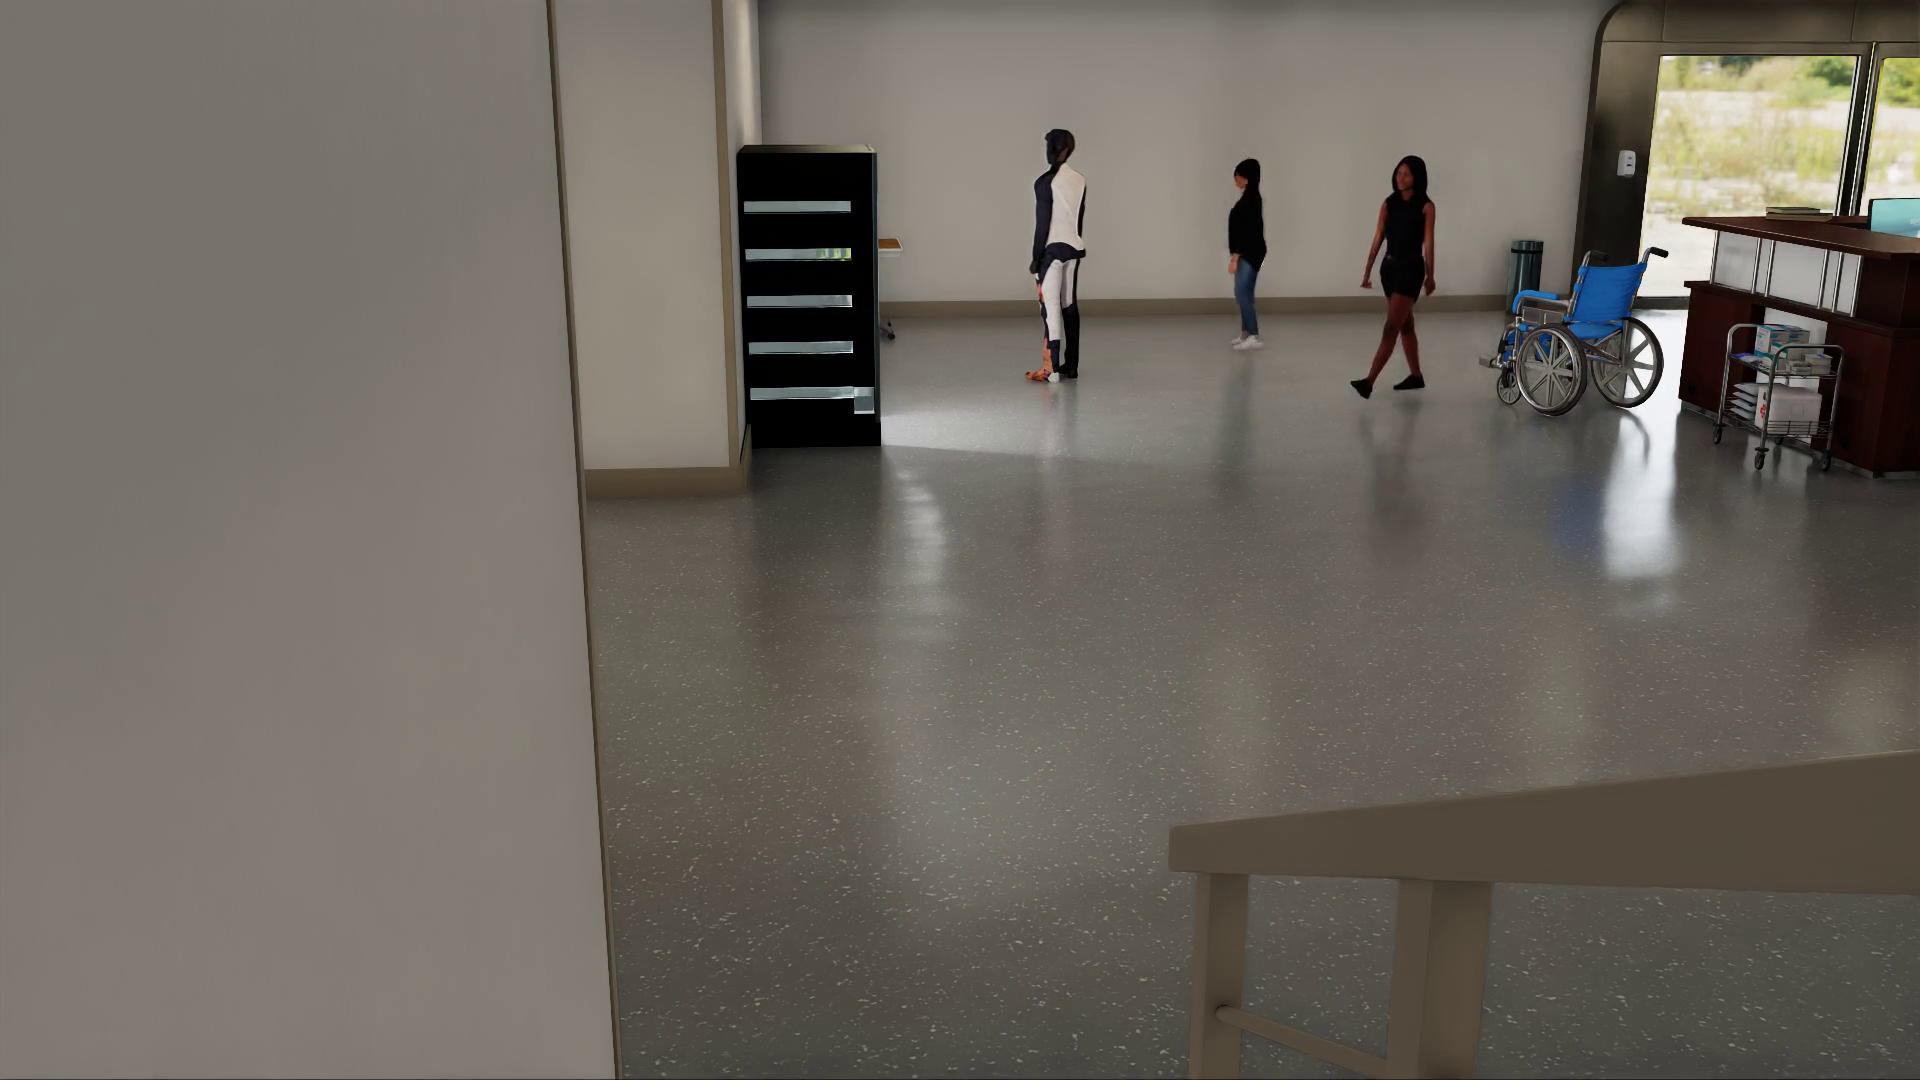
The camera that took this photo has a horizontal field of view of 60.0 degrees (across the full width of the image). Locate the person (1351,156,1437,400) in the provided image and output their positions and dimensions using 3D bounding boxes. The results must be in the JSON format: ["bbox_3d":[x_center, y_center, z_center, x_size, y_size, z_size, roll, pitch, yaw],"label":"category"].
[{"bbox_3d":[3.223,-1.833,11.889,1.118,1.685,1.202,-11,19,-35],"label":"person"}]

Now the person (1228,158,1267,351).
[{"bbox_3d":[2.451,-2.433,14.156,0.799,1.610,0.675,11,19,35],"label":"person"}]

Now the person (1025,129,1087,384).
[{"bbox_3d":[0.749,-2.171,12.705,0.809,1.893,0.767,15,22,43],"label":"person"}]
